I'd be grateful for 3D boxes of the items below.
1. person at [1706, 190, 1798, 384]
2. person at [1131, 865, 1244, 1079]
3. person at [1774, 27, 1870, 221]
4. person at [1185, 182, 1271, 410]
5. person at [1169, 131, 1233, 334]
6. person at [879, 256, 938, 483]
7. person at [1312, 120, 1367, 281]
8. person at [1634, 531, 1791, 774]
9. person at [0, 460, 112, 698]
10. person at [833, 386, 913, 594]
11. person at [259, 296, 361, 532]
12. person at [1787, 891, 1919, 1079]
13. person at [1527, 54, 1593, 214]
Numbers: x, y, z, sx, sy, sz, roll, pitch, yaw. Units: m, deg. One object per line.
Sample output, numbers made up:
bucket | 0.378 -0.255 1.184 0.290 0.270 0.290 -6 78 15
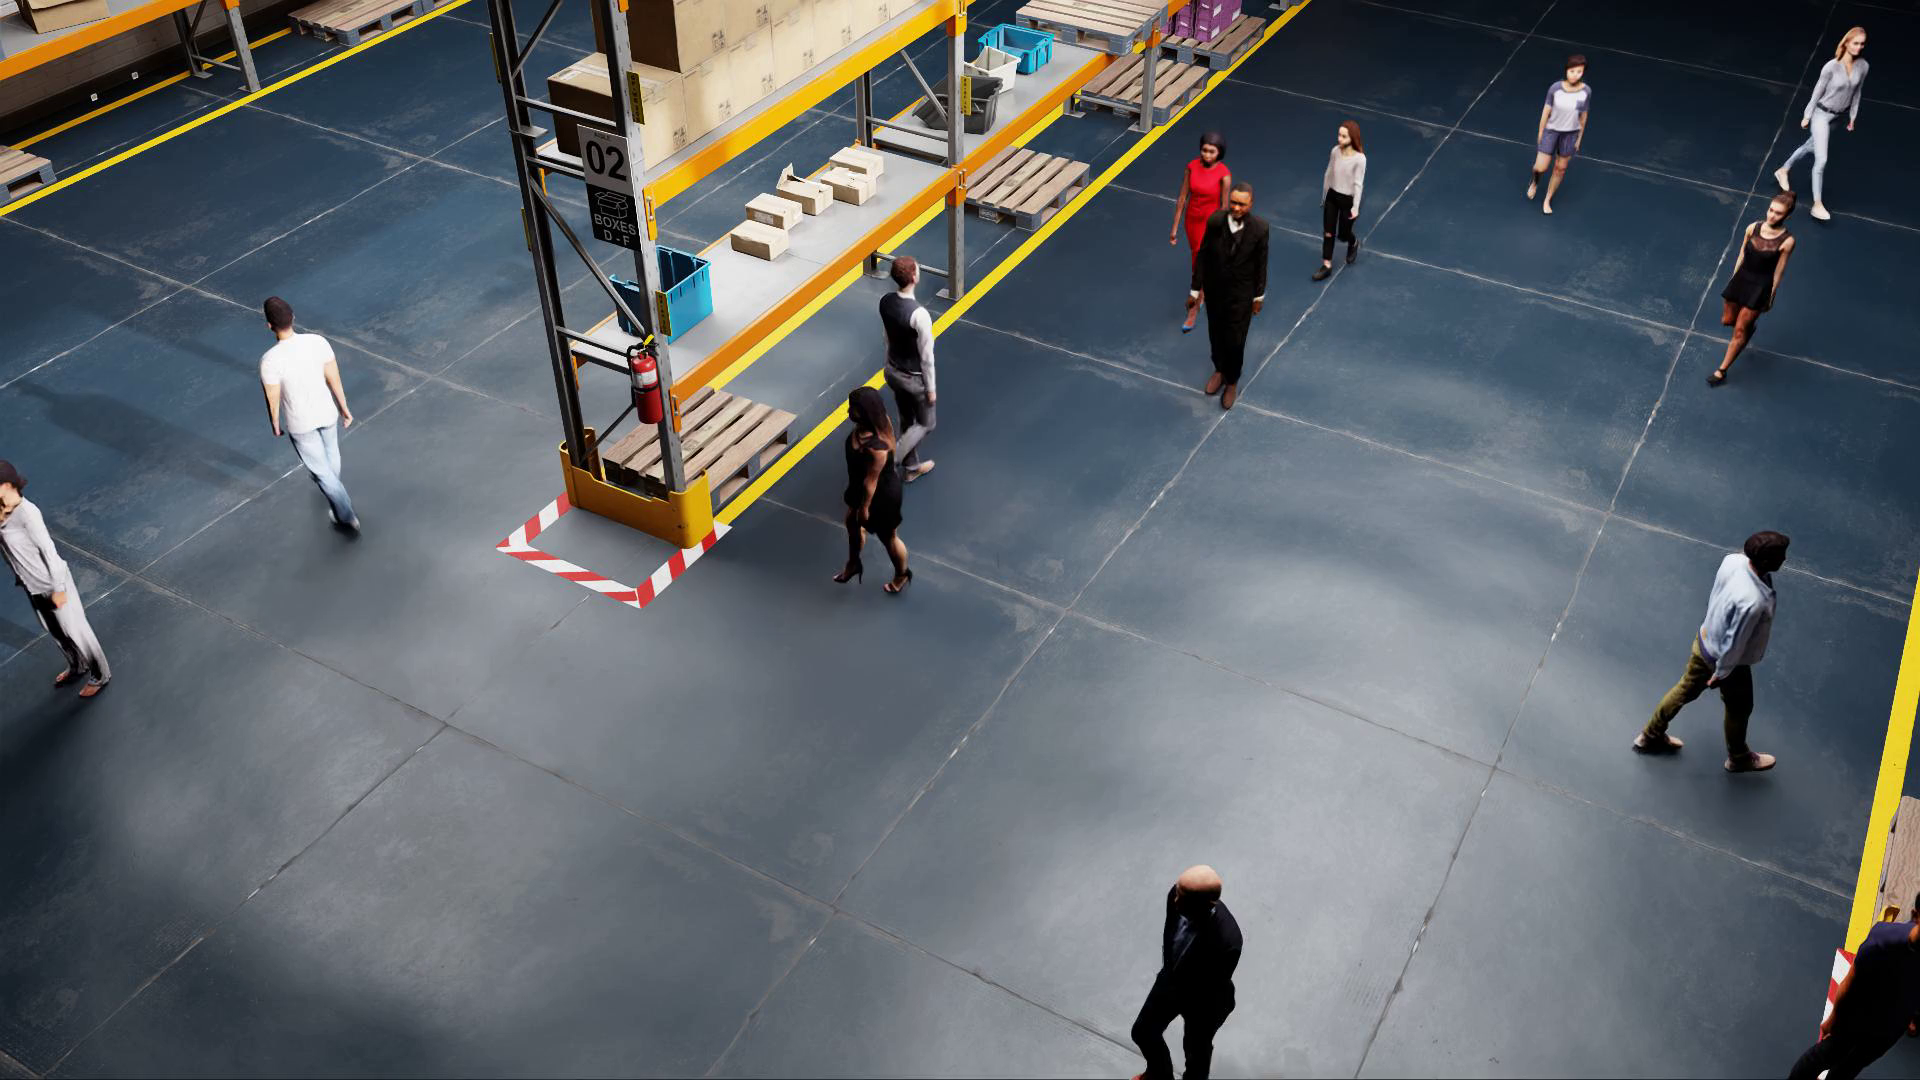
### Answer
person | 6.451 -2.056 13.439 0.961 1.659 0.774 -25 45 -28
person | 1.193 2.166 8.049 0.805 1.787 0.795 -22 43 -25
person | 8.212 -4.026 15.832 1.092 1.751 1.251 -4 39 -5
person | 2.166 -2.014 13.202 0.699 1.890 0.682 20 43 23
person | 2.104 -2.702 14.197 0.585 1.722 0.904 22 44 25
person | -0.429 -1.159 12.108 0.994 1.918 0.840 -28 46 -30
person | 3.441 -3.046 14.825 0.668 1.477 0.856 31 48 33
person | 4.491 0.656 9.949 1.027 1.777 1.093 3 39 4
person | -5.777 0.229 10.486 0.587 1.774 0.513 19 43 23
person | -0.473 -0.313 11.230 0.951 1.693 0.896 -5 39 -6
person | -4.547 -0.839 11.775 0.858 1.835 0.996 28 47 31
person | 4.370 2.243 7.949 0.724 1.793 0.738 -3 39 -4
person | 5.718 -3.896 15.826 0.652 1.556 0.704 7 39 8
